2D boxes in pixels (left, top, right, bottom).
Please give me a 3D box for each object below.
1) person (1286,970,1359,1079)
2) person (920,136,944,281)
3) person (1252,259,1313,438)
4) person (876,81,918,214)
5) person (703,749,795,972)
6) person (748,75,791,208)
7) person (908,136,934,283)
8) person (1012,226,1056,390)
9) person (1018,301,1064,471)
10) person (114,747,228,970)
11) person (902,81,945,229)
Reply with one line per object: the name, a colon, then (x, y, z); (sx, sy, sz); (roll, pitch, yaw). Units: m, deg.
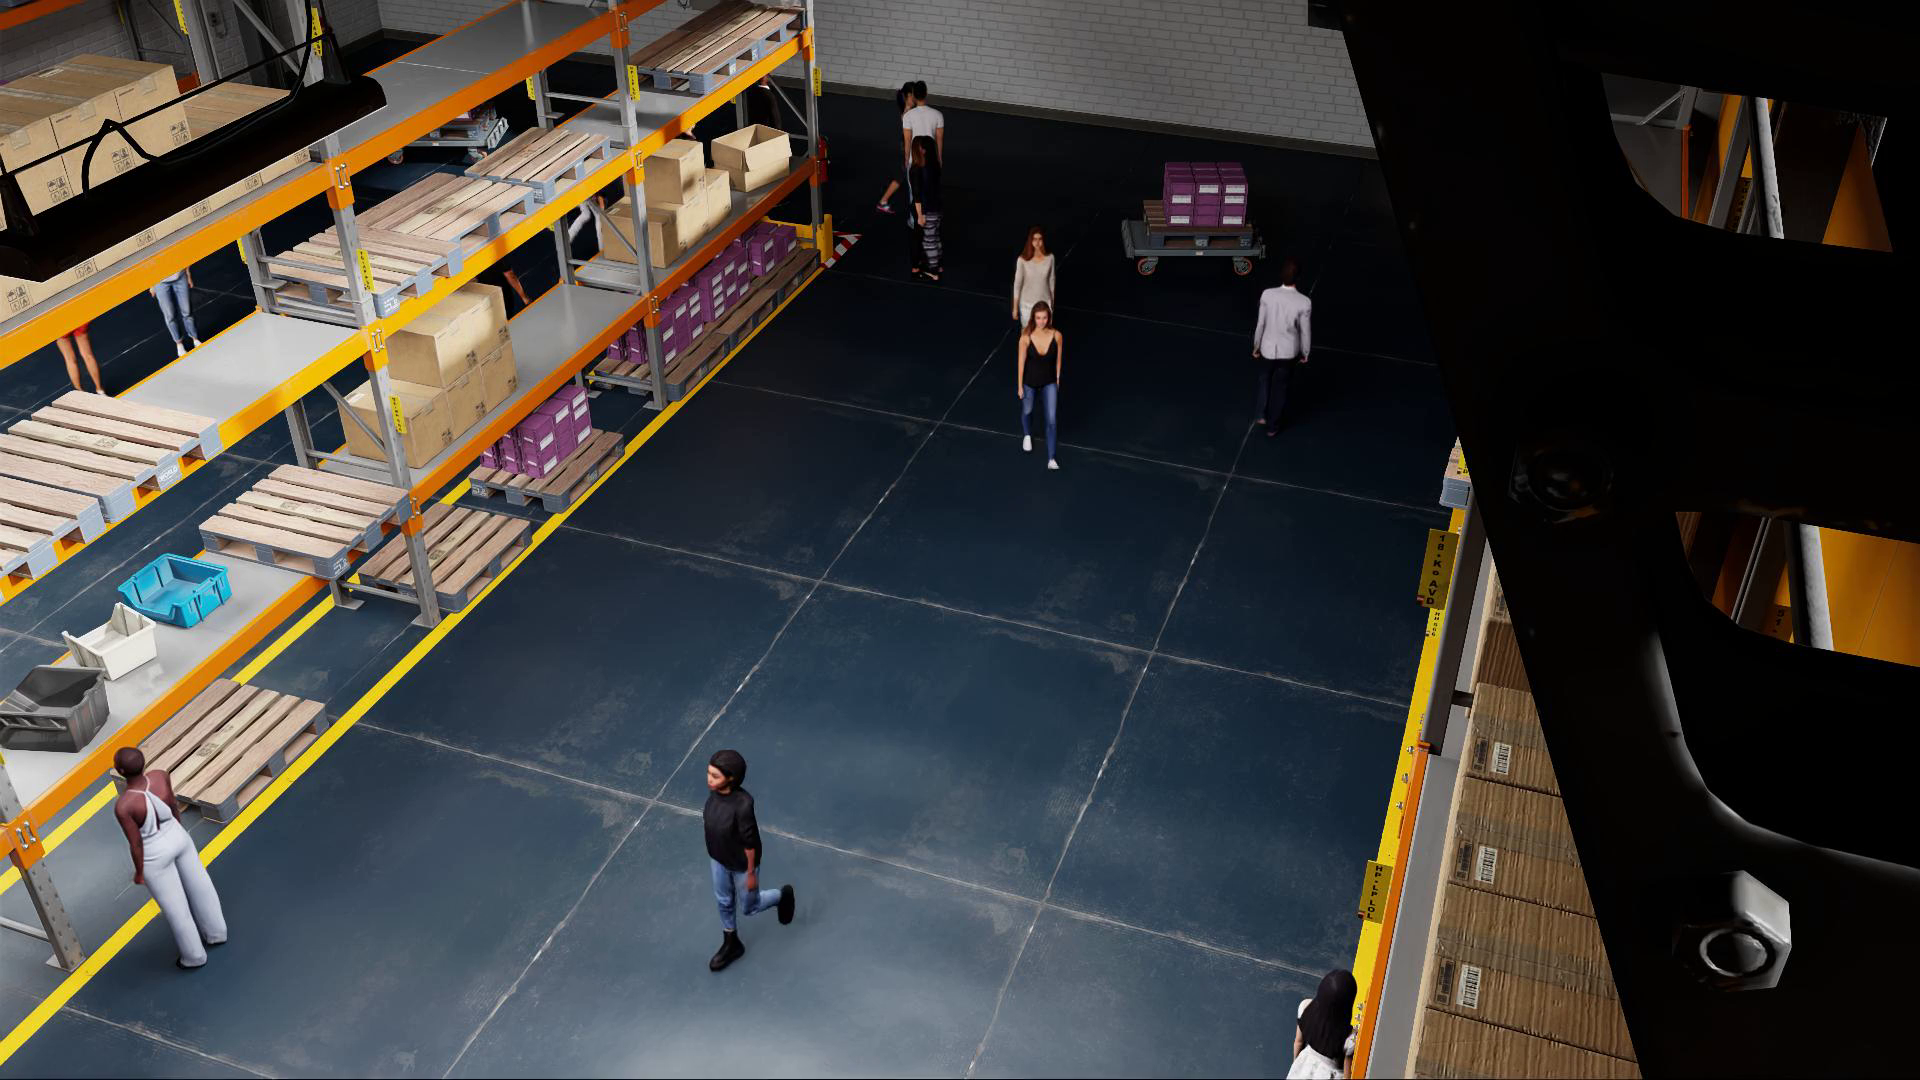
person: (1.953, 2.995, 9.019); (0.800, 1.769, 0.776); (-25, 41, -32)
person: (-0.334, -3.876, 19.392); (0.667, 1.729, 0.452); (9, 35, 14)
person: (3.092, -1.827, 16.214); (0.710, 1.836, 0.630); (14, 36, 20)
person: (-0.718, -4.909, 20.976); (0.958, 1.696, 1.091); (-5, 34, -7)
person: (-1.371, 1.996, 10.594); (0.752, 1.690, 0.979); (24, 41, 32)
person: (-2.473, -5.165, 21.268); (0.727, 1.800, 0.696); (26, 42, 34)
person: (-0.471, -3.890, 19.429); (0.695, 1.712, 0.520); (5, 34, 8)
person: (0.763, -2.505, 17.377); (0.912, 1.677, 1.182); (-2, 34, -3)
person: (0.744, -1.540, 15.928); (0.875, 1.672, 1.134); (-3, 34, -4)
person: (-5.018, 1.995, 10.512); (0.631, 1.781, 0.402); (12, 35, 17)
person: (-0.459, -4.746, 20.582); (0.753, 1.862, 0.755); (-7, 34, -11)
